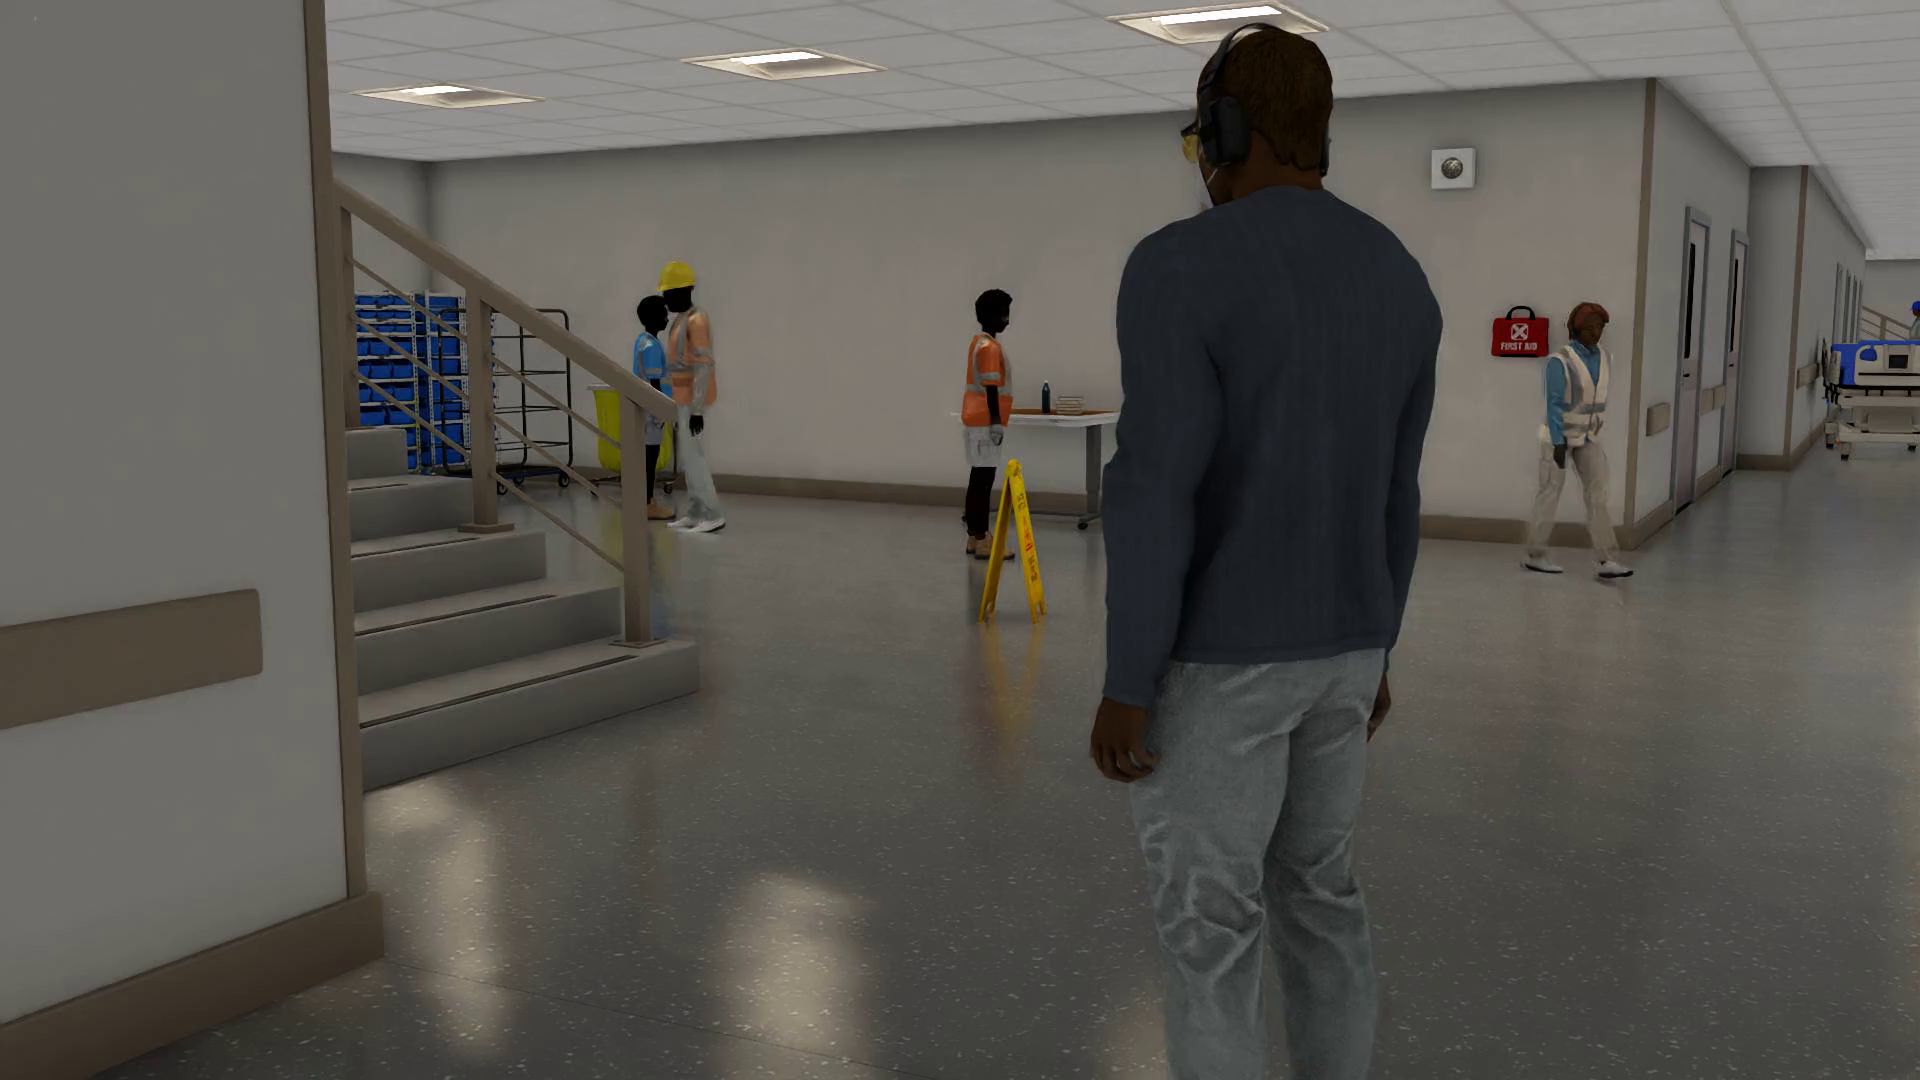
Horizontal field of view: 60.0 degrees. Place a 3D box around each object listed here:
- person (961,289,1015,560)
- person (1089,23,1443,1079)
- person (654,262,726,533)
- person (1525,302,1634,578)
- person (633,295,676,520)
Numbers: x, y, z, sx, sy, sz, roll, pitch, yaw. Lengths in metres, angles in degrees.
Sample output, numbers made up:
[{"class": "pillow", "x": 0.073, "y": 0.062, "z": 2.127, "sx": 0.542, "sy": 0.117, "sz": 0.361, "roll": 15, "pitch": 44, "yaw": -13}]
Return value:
[{"class": "person", "x": 0.173, "y": -0.724, "z": 10.455, "sx": 0.322, "sy": 1.692, "sz": 0.531, "roll": -1, "pitch": 7, "yaw": -8}, {"class": "person", "x": 0.469, "y": 0.187, "z": 2.571, "sx": 0.636, "sy": 1.928, "sz": 0.382, "roll": -6, "pitch": 9, "yaw": -38}, {"class": "person", "x": -1.911, "y": -0.987, "z": 11.717, "sx": 0.456, "sy": 1.903, "sz": 0.688, "roll": -3, "pitch": 8, "yaw": -20}, {"class": "person", "x": 3.574, "y": -0.564, "z": 9.567, "sx": 0.555, "sy": 1.585, "sz": 0.809, "roll": -4, "pitch": 8, "yaw": -26}, {"class": "person", "x": -2.315, "y": -0.987, "z": 12.507, "sx": 0.319, "sy": 1.690, "sz": 0.535, "roll": -2, "pitch": 8, "yaw": -18}]
